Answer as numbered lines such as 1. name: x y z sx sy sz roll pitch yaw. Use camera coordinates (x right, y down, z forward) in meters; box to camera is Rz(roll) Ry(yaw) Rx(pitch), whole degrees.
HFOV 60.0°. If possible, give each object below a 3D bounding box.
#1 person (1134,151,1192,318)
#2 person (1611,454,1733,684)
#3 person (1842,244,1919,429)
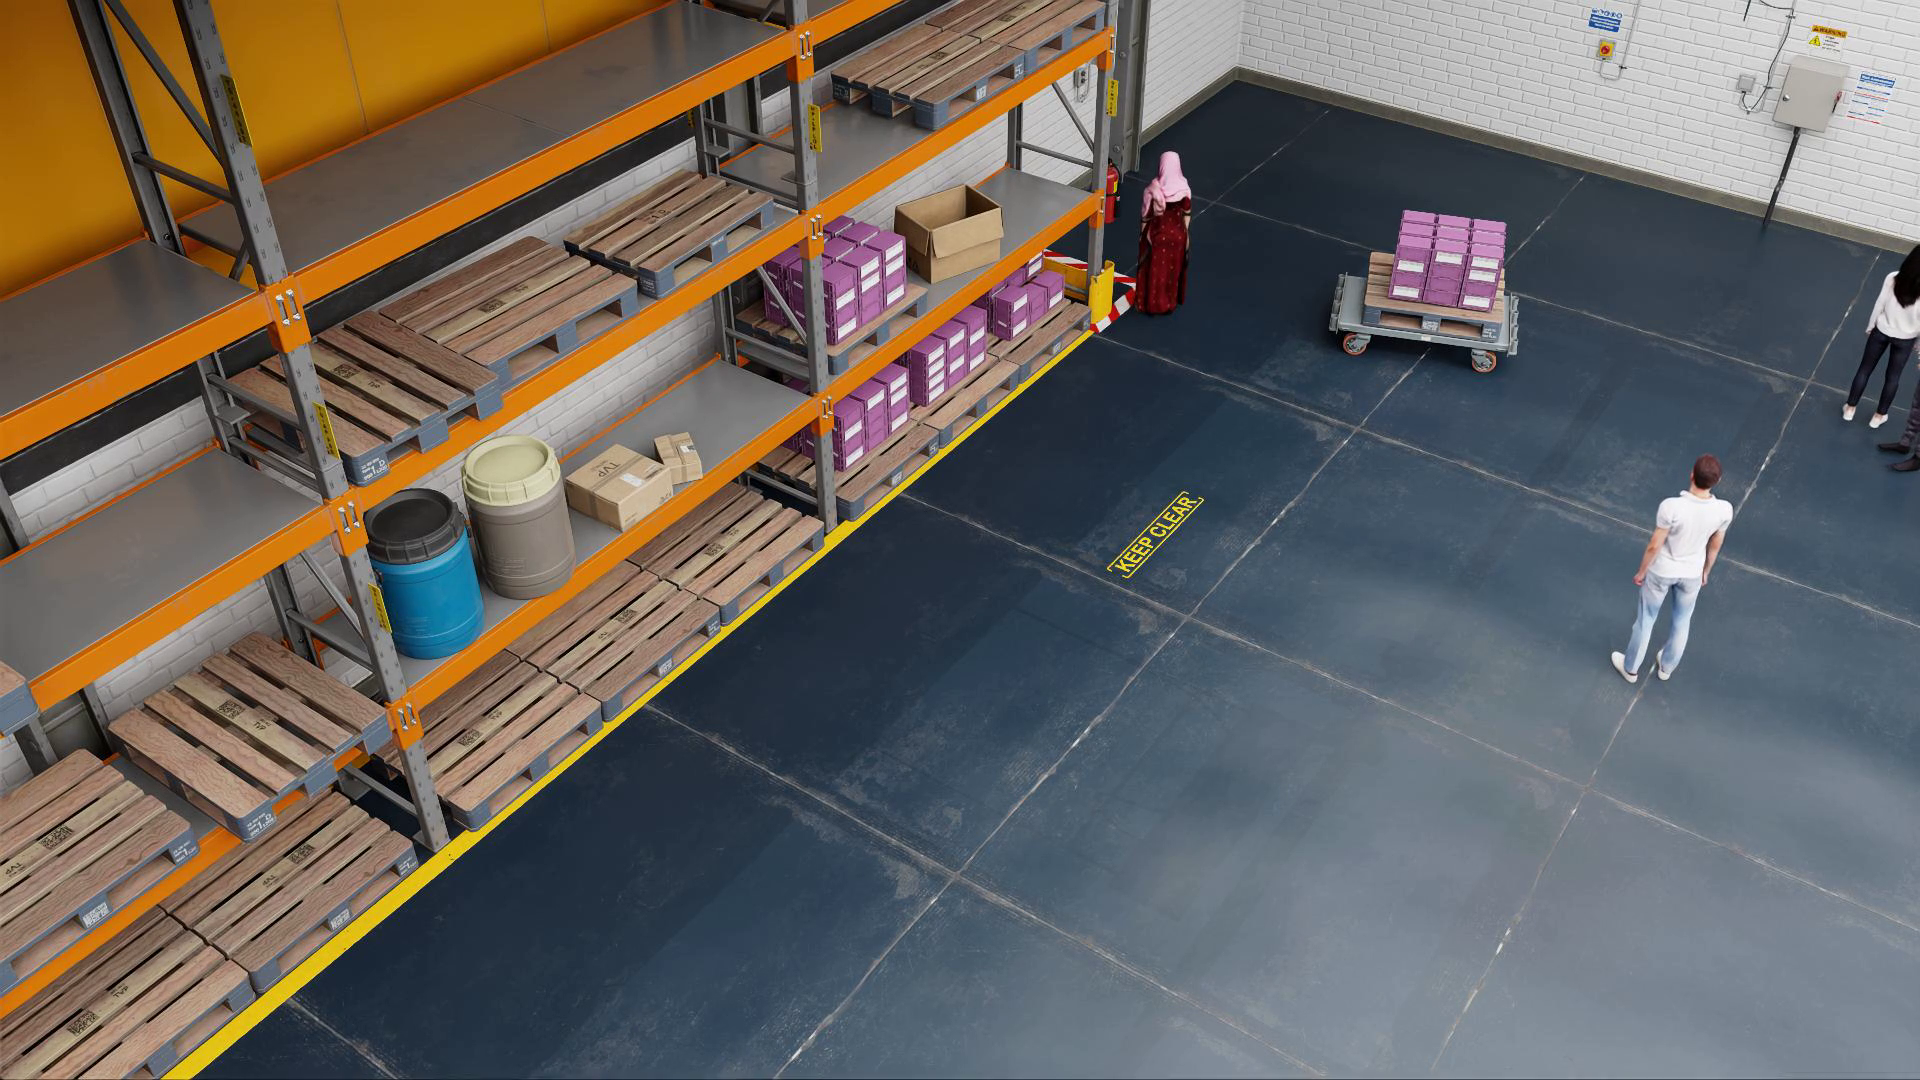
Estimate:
1. person: 1.879 -2.817 15.303 0.762 1.639 0.797 -2 39 -2
2. person: 4.873 0.218 11.334 0.728 1.850 0.738 1 39 2
3. person: 7.802 -1.723 13.884 0.601 1.700 0.524 24 44 27
